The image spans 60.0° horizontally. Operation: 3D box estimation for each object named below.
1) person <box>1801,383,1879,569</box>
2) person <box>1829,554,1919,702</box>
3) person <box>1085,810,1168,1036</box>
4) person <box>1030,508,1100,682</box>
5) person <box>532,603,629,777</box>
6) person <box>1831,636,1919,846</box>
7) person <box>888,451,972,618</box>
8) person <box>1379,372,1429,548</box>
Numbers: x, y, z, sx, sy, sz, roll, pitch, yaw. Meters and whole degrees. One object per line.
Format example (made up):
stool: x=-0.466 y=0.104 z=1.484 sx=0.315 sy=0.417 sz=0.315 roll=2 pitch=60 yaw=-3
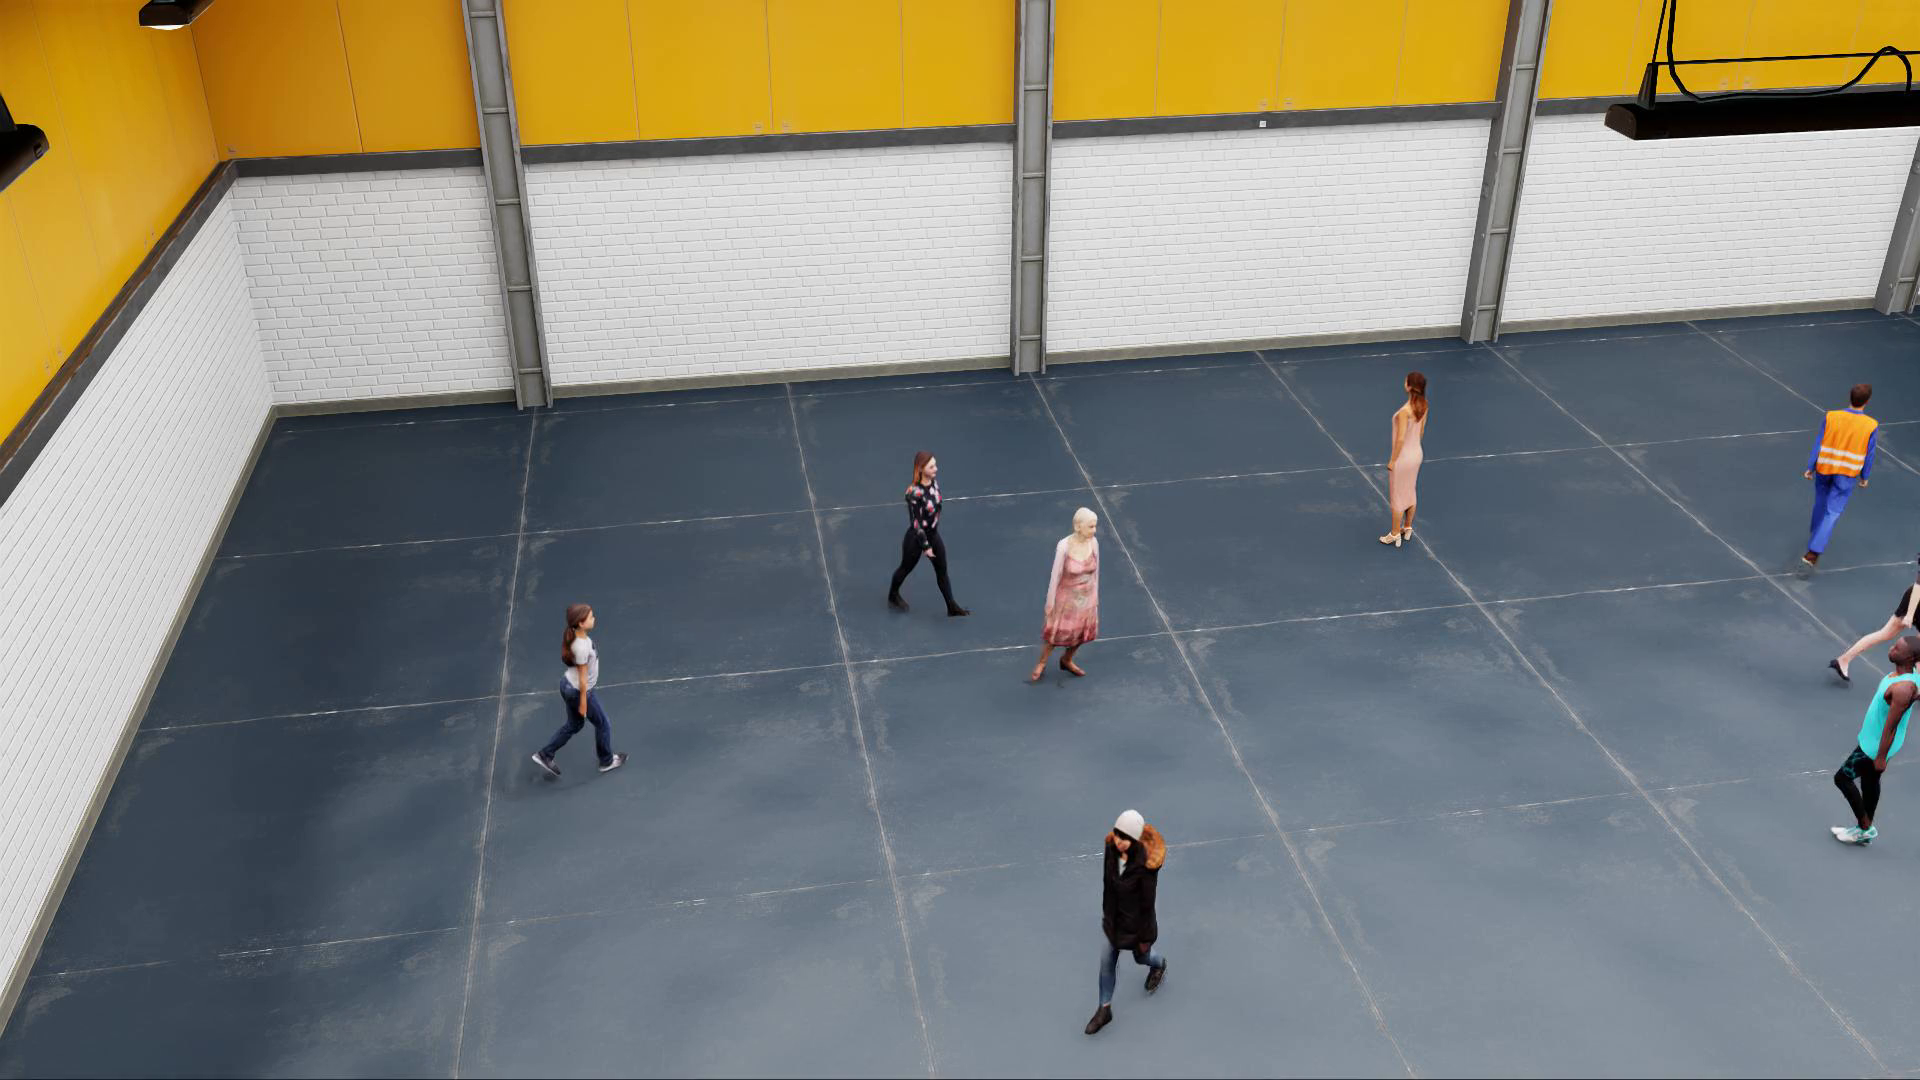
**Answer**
person: x=8.423 y=-0.589 z=16.029 sx=1.196 sy=1.825 sz=1.292 roll=22 pitch=36 yaw=35
person: x=7.928 y=0.547 z=13.984 sx=1.208 sy=1.789 sz=1.027 roll=12 pitch=31 yaw=21
person: x=1.144 y=2.415 z=10.746 sx=0.998 sy=1.610 sz=1.097 roll=21 pitch=35 yaw=34
person: x=0.924 y=0.479 z=14.245 sx=0.684 sy=1.658 sz=0.902 roll=-9 pitch=30 yaw=-15
person: x=-3.045 y=1.200 z=13.055 sx=1.020 sy=1.533 sz=0.712 roll=-11 pitch=30 yaw=-19
person: x=6.839 y=1.525 z=12.182 sx=0.819 sy=1.797 sz=0.763 roll=17 pitch=33 yaw=29
person: x=-0.424 y=-0.033 z=15.207 sx=1.103 sy=1.636 sz=1.036 roll=18 pitch=33 yaw=30
person: x=4.409 y=-0.803 z=16.413 sx=0.616 sy=1.832 sz=0.729 roll=-22 pitch=36 yaw=-35
